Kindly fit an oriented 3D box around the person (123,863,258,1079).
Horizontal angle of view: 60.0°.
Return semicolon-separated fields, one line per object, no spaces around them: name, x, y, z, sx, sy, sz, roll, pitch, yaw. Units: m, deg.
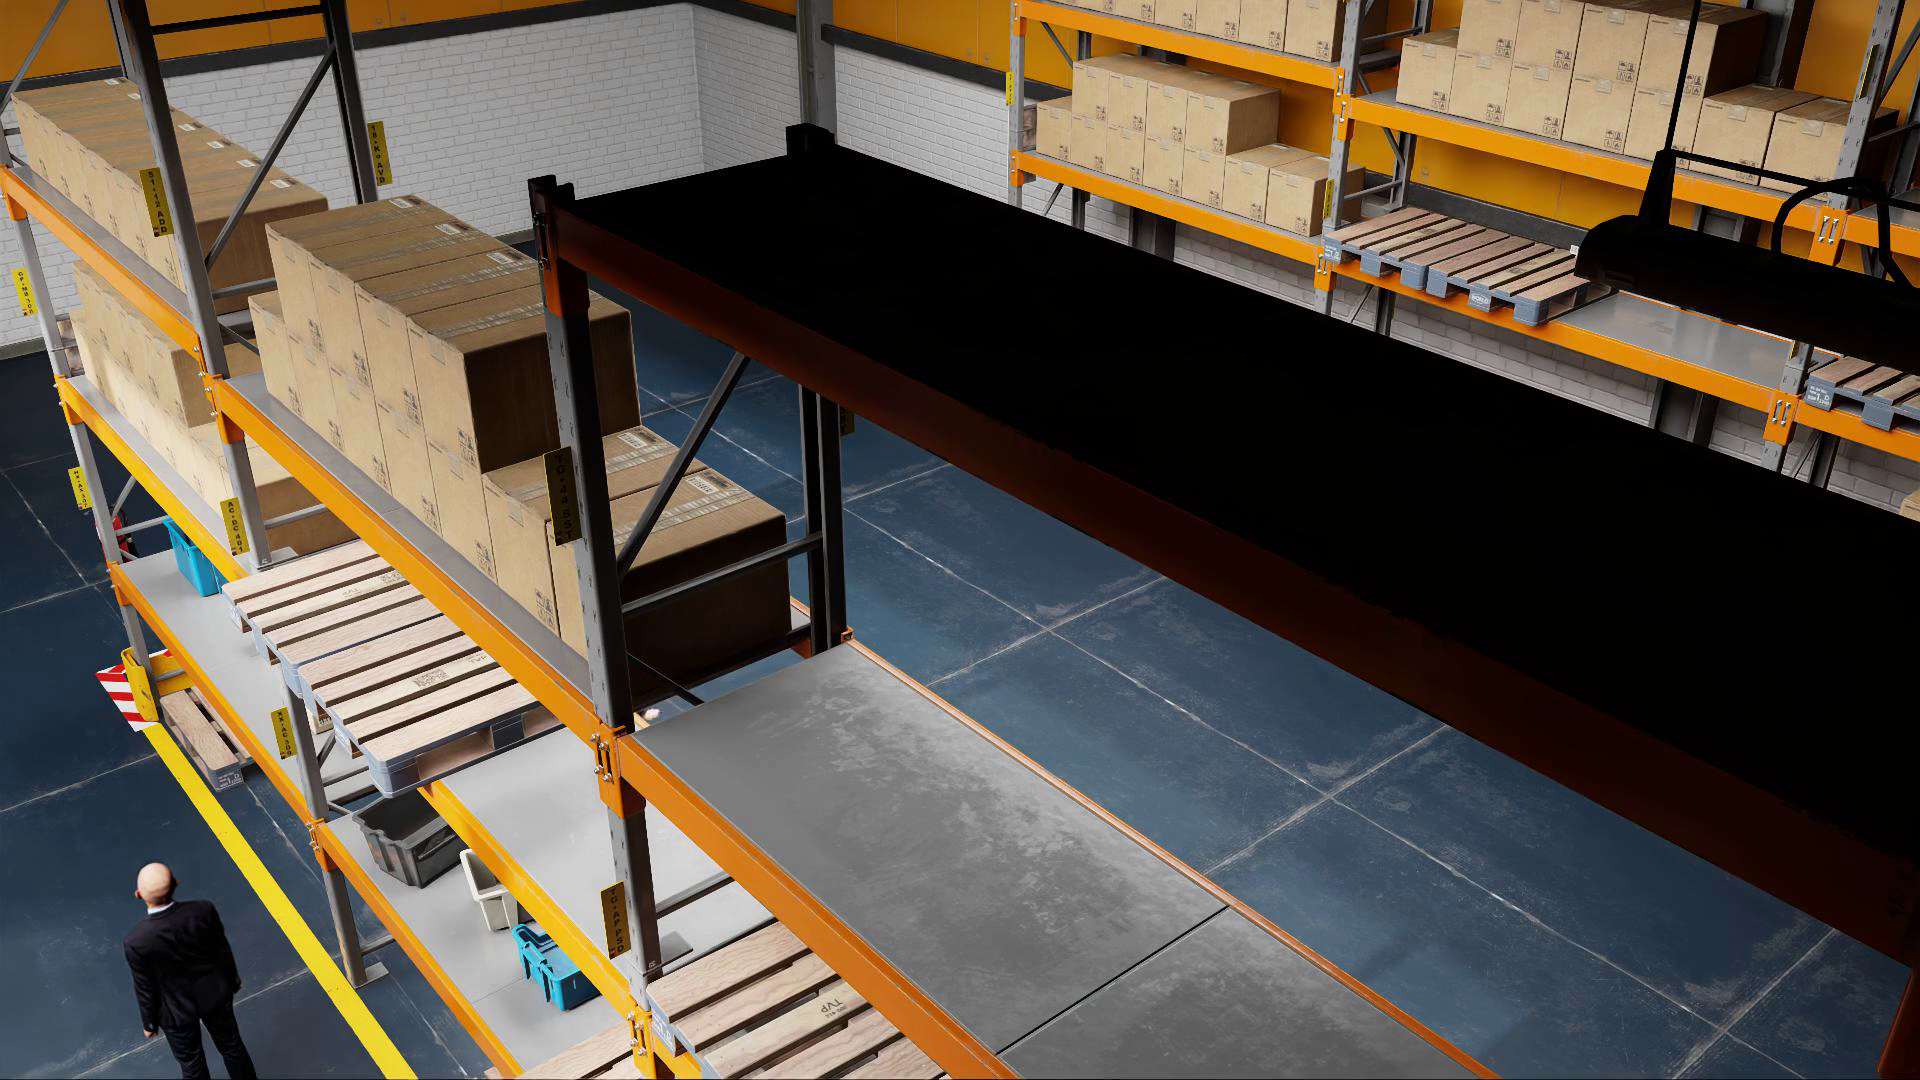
person;-4.159;2.481;9.004;0.692;1.800;0.583;-25;37;-37
